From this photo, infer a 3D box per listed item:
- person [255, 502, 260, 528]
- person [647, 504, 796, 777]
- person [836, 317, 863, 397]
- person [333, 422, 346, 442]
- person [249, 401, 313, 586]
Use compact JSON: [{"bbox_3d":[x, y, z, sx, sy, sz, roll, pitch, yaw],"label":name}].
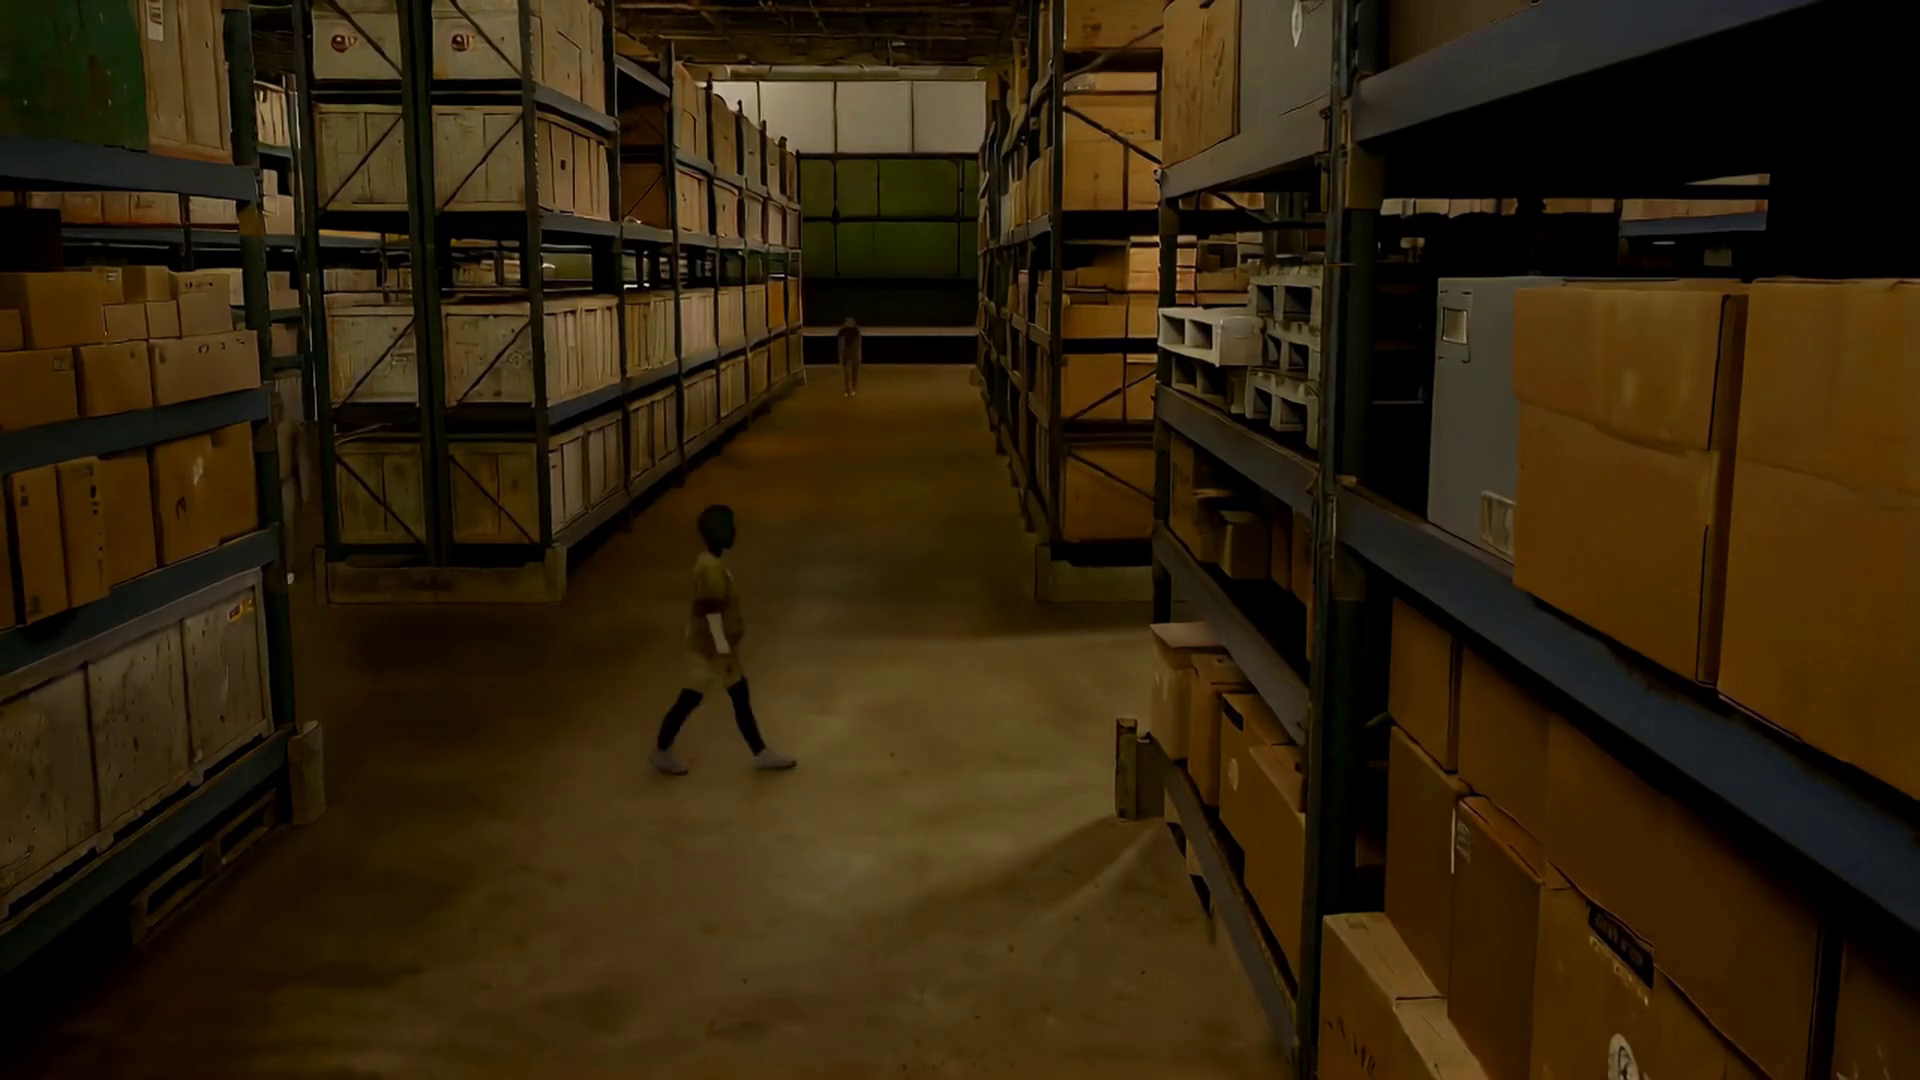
[{"bbox_3d":[-8.106,-0.961,18.769,0.648,1.891,0.678,-2,9,-10],"label":"person"},{"bbox_3d":[-1.475,0.606,9.901,0.883,1.653,0.543,0,9,0],"label":"person"},{"bbox_3d":[-2.633,-4.376,39.746,0.639,1.887,1.013,-1,9,-5],"label":"person"},{"bbox_3d":[-9.857,-2.078,26.149,0.389,1.719,0.537,2,9,12],"label":"person"},{"bbox_3d":[-6.600,-0.485,15.898,0.662,1.875,0.806,0,9,-2],"label":"person"}]
